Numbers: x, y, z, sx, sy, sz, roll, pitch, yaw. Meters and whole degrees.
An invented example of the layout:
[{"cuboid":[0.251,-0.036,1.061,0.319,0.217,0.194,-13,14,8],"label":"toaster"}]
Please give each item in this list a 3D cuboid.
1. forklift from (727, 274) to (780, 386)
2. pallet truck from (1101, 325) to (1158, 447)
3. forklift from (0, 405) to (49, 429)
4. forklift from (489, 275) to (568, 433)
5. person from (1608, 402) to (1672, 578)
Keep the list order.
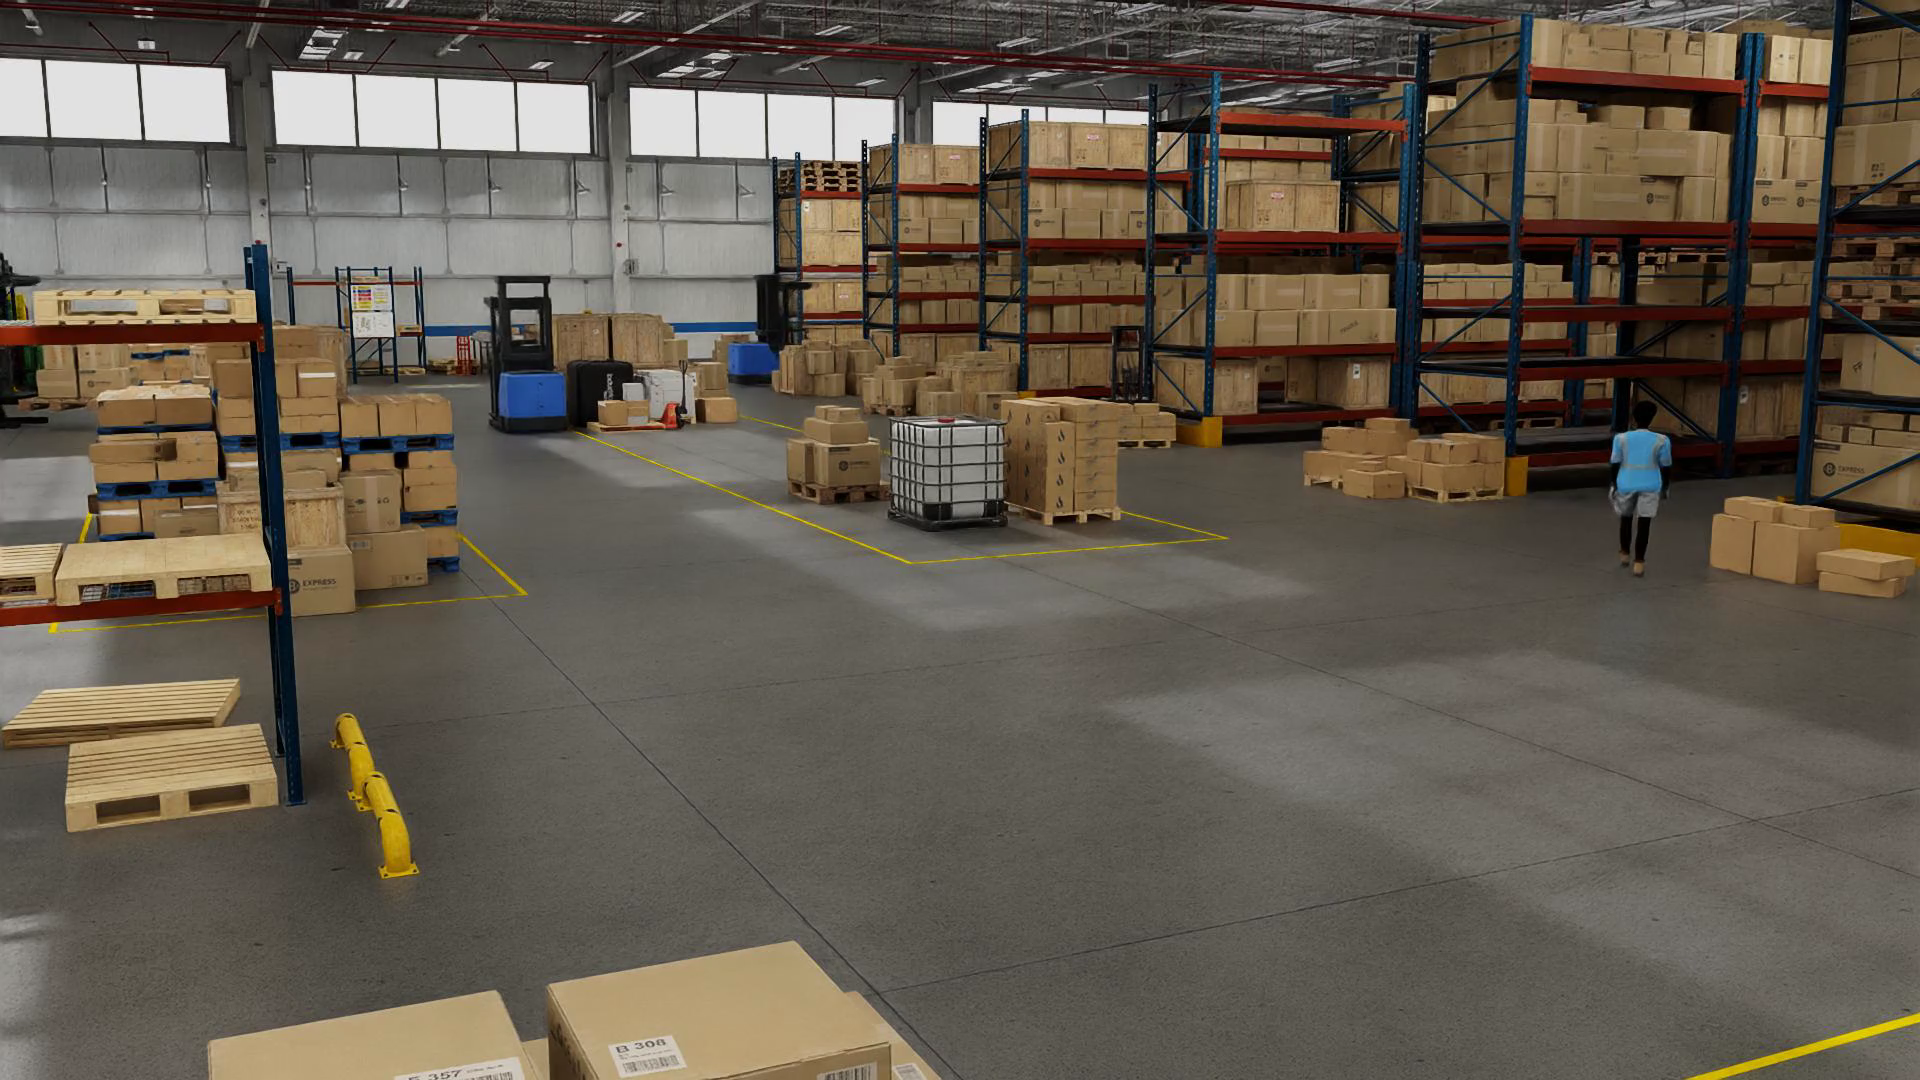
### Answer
[{"cuboid":[-4.910,-5.355,42.312,1.873,2.768,1.129,-4,10,-25],"label":"forklift"},{"cuboid":[2.881,-2.596,27.923,0.823,1.965,1.885,-1,9,-7],"label":"pallet truck"},{"cuboid":[-18.124,-3.469,30.608,1.873,2.768,1.129,0,9,-2],"label":"forklift"},{"cuboid":[-7.875,-3.401,30.190,1.129,2.768,1.873,-4,10,-25],"label":"forklift"},{"cuboid":[6.541,-0.501,15.986,0.550,1.644,0.875,5,10,28],"label":"person"}]
